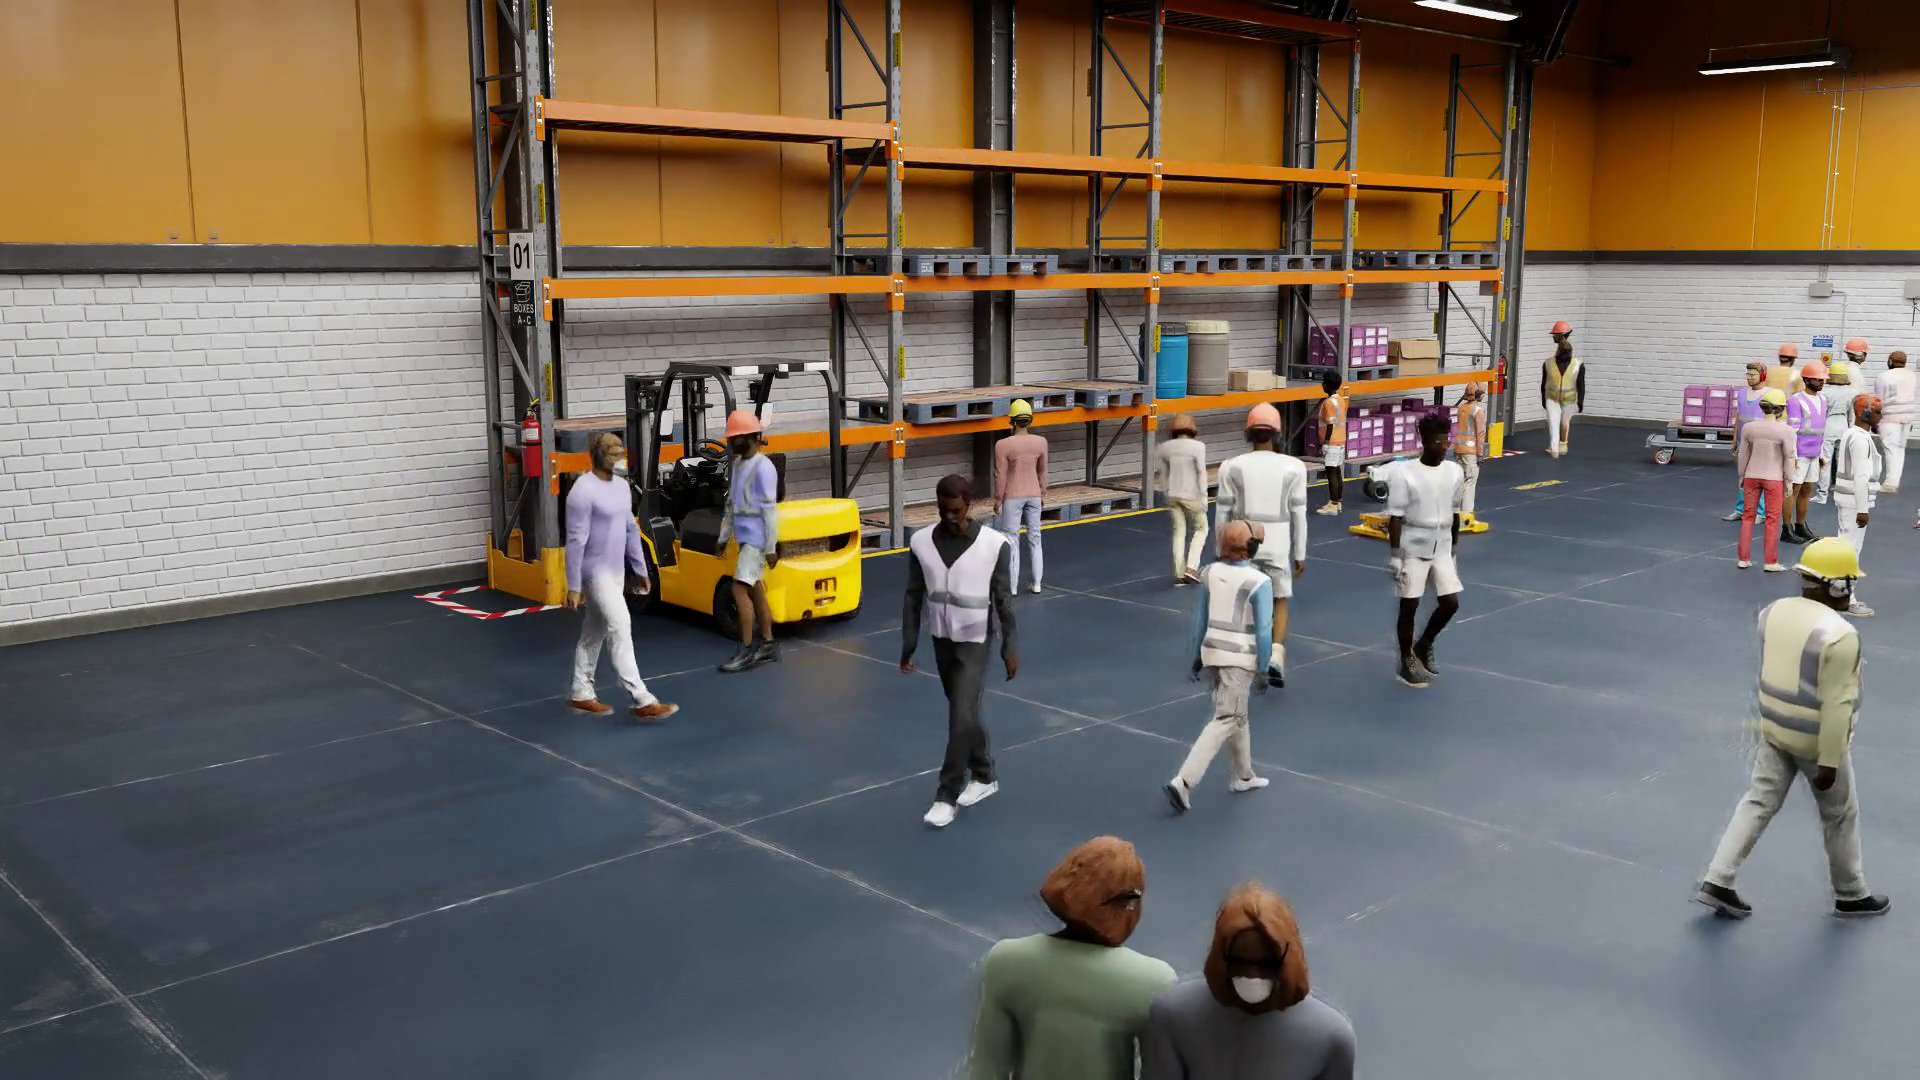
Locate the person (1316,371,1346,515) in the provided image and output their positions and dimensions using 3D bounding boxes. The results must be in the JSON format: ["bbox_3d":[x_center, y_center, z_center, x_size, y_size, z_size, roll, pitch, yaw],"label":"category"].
[{"bbox_3d":[4.367,-1.140,19.558,0.318,1.695,0.539,5,11,27],"label":"person"}]

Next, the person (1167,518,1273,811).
[{"bbox_3d":[1.446,0.682,9.173,0.808,1.603,0.522,-7,12,-34],"label":"person"}]

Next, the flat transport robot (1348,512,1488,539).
[{"bbox_3d":[5.013,-0.190,18.168,1.431,0.197,0.652,-5,11,-28],"label":"flat transport robot"}]

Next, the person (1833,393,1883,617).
[{"bbox_3d":[7.604,-0.300,14.097,0.355,1.884,0.575,3,10,18],"label":"person"}]

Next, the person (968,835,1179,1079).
[{"bbox_3d":[0.284,1.537,4.155,0.519,1.598,0.458,3,10,17],"label":"person"}]

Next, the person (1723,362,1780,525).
[{"bbox_3d":[9.019,-1.094,18.853,0.377,1.844,0.567,-4,10,-22],"label":"person"}]

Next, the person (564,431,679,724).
[{"bbox_3d":[-2.185,0.250,10.811,0.929,1.901,0.661,3,10,15],"label":"person"}]

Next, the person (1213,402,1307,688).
[{"bbox_3d":[2.090,0.056,11.599,0.636,2.028,0.655,1,10,7],"label":"person"}]

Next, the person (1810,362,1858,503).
[{"bbox_3d":[10.733,-1.316,20.464,0.492,1.738,0.333,0,10,0],"label":"person"}]

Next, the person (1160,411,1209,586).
[{"bbox_3d":[2.071,-0.378,15.321,0.532,1.612,0.357,8,13,40],"label":"person"}]

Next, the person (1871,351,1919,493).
[{"bbox_3d":[12.071,-1.531,21.523,0.629,1.814,0.580,-2,10,-9],"label":"person"}]

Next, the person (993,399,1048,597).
[{"bbox_3d":[0.538,-0.373,14.871,0.525,1.769,0.310,-5,11,-25],"label":"person"}]

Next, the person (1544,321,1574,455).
[{"bbox_3d":[9.192,-2.332,25.523,0.394,2.042,0.611,5,11,29],"label":"person"}]

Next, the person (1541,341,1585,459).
[{"bbox_3d":[9.139,-2.142,25.235,0.634,1.786,0.939,3,10,19],"label":"person"}]

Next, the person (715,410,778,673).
[{"bbox_3d":[-1.636,0.006,12.209,0.654,1.916,0.554,-5,11,-27],"label":"person"}]

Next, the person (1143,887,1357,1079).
[{"bbox_3d":[0.690,1.568,4.000,0.482,1.589,0.822,3,10,19],"label":"person"}]

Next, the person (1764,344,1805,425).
[{"bbox_3d":[10.827,-1.632,21.893,0.966,1.878,0.542,-8,12,-38],"label":"person"}]

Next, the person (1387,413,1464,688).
[{"bbox_3d":[3.267,0.076,11.696,0.622,1.953,0.412,-3,10,-15],"label":"person"}]

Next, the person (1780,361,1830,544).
[{"bbox_3d":[8.973,-0.928,17.613,0.545,1.938,0.357,-5,11,-29],"label":"person"}]

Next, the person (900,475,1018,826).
[{"bbox_3d":[-0.047,0.578,8.965,0.641,1.867,0.874,5,11,29],"label":"person"}]

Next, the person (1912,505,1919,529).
[{"bbox_3d":[11.059,-1.042,18.675,1.000,1.817,0.536,-9,13,-42],"label":"person"}]

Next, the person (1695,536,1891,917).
[{"bbox_3d":[3.815,0.862,7.570,0.921,1.792,0.602,-2,10,-12],"label":"person"}]

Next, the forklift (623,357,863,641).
[{"bbox_3d":[-1.847,-0.414,13.852,1.214,2.155,2.313,-9,13,-42],"label":"forklift"}]

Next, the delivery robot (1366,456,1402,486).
[{"bbox_3d":[5.419,-0.798,20.621,0.707,0.478,0.477,1,10,3],"label":"delivery robot"}]

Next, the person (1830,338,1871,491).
[{"bbox_3d":[11.392,-1.582,21.269,0.375,1.997,0.611,3,10,17],"label":"person"}]

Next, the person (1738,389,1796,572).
[{"bbox_3d":[7.780,-0.575,16.052,0.327,1.765,0.531,-8,12,-39],"label":"person"}]

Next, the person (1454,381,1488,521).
[{"bbox_3d":[5.759,-0.975,18.802,0.317,1.630,0.511,-2,10,-13],"label":"person"}]
